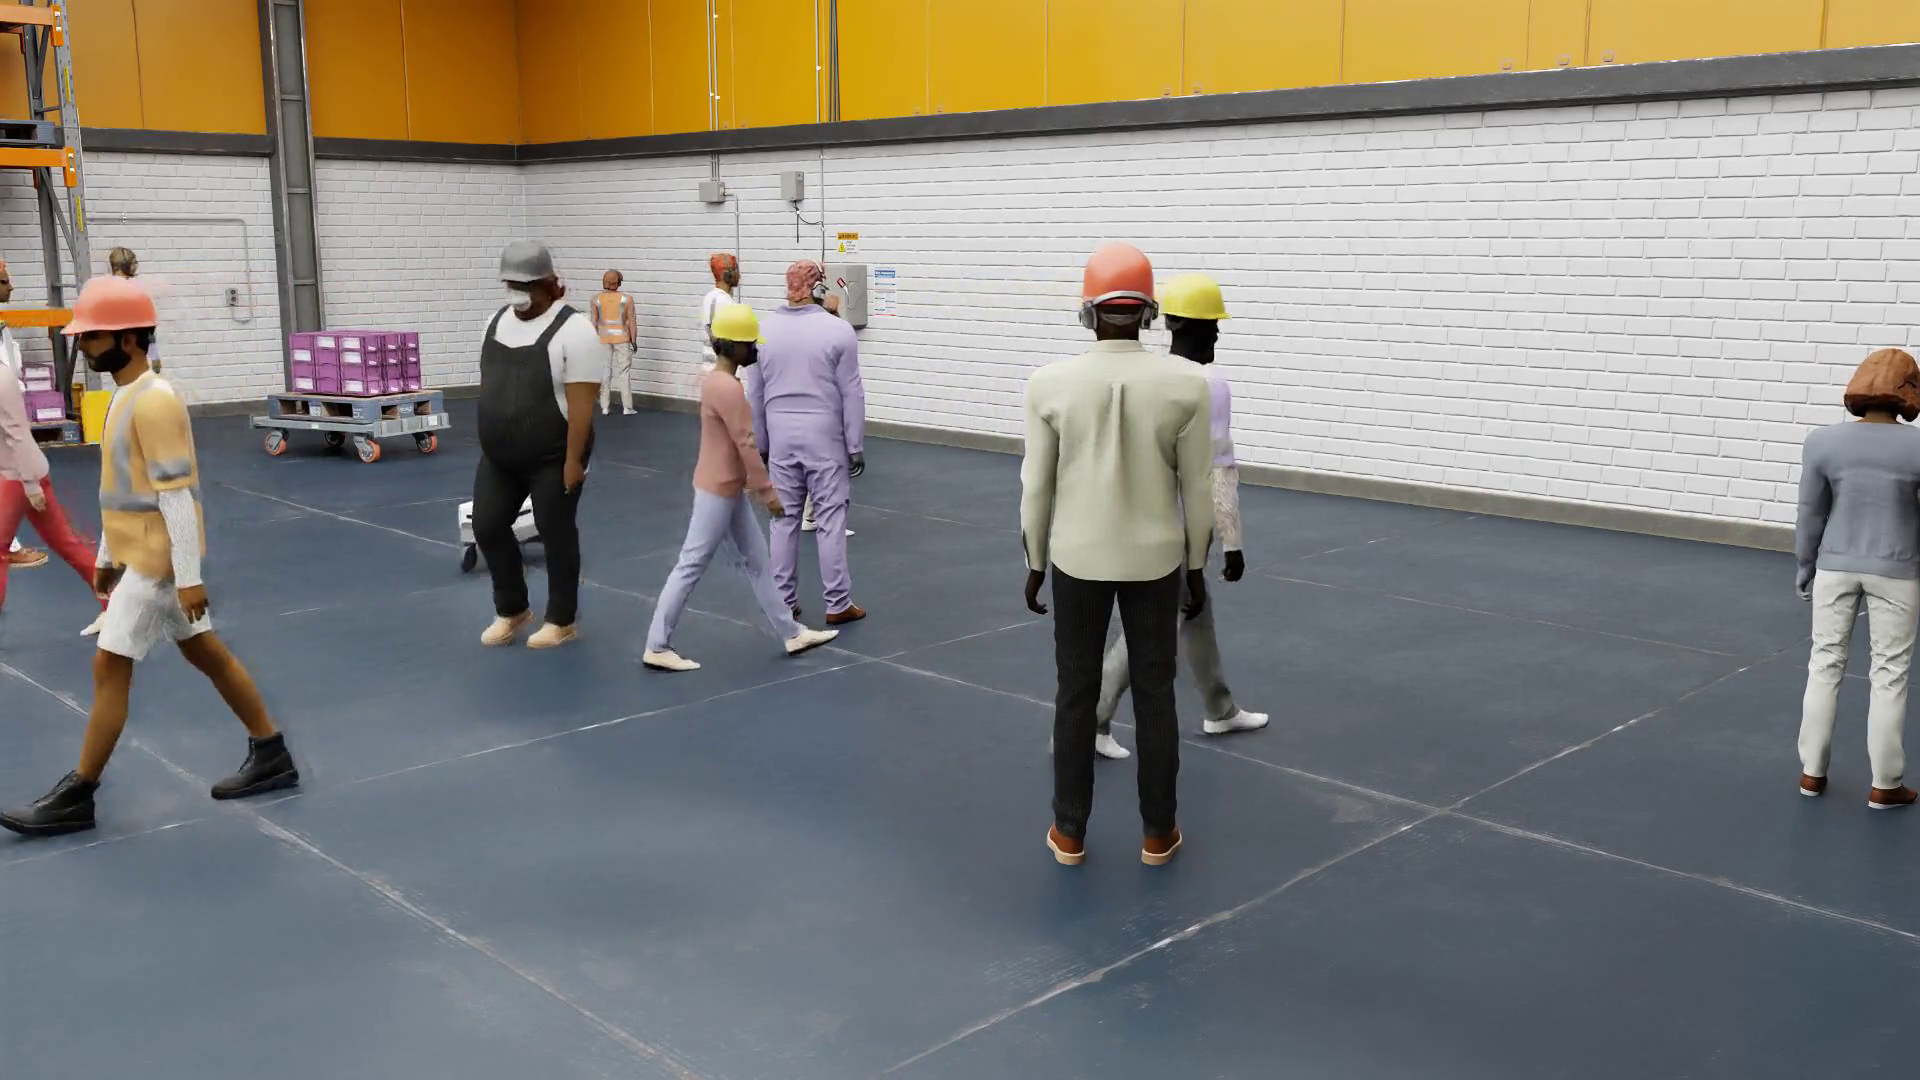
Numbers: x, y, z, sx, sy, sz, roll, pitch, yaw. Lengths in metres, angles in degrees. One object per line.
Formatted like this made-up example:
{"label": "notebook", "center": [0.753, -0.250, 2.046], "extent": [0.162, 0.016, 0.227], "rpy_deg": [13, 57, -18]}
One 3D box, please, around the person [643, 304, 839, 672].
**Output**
{"label": "person", "center": [-1.055, -0.235, 7.726], "extent": [0.947, 1.707, 0.530], "rpy_deg": [-2, 11, -12]}

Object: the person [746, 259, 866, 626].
{"label": "person", "center": [-0.779, -0.502, 8.668], "extent": [0.636, 1.902, 0.404], "rpy_deg": [3, 11, 18]}

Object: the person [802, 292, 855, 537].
{"label": "person", "center": [-0.932, -0.840, 11.217], "extent": [0.314, 1.641, 0.515], "rpy_deg": [-5, 12, -26]}

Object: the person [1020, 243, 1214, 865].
{"label": "person", "center": [0.500, 0.063, 5.321], "extent": [0.615, 1.997, 0.373], "rpy_deg": [1, 10, 4]}

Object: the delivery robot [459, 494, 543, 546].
{"label": "delivery robot", "center": [-2.772, -0.166, 10.248], "extent": [0.477, 0.478, 0.707], "rpy_deg": [3, 11, 15]}

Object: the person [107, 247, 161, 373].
{"label": "person", "center": [-7.466, -1.695, 15.137], "extent": [0.648, 1.908, 0.819], "rpy_deg": [7, 13, 35]}

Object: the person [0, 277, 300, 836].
{"label": "person", "center": [-2.817, 0.042, 5.746], "extent": [0.987, 1.885, 0.566], "rpy_deg": [-7, 12, -32]}

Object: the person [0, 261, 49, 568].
{"label": "person", "center": [-5.902, -0.772, 10.187], "extent": [0.357, 1.881, 0.574], "rpy_deg": [-8, 13, -37]}

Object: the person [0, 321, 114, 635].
{"label": "person", "center": [-4.589, -0.321, 8.184], "extent": [0.884, 1.719, 0.530], "rpy_deg": [-6, 12, -29]}

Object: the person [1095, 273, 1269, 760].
{"label": "person", "center": [0.811, -0.089, 6.467], "extent": [0.980, 1.887, 0.605], "rpy_deg": [-5, 11, -25]}

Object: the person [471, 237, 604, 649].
{"label": "person", "center": [-2.071, -0.459, 8.046], "extent": [0.698, 2.000, 0.573], "rpy_deg": [5, 11, 24]}

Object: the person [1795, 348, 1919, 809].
{"label": "person", "center": [3.229, 0.136, 5.915], "extent": [0.499, 1.633, 0.279], "rpy_deg": [10, 14, 43]}

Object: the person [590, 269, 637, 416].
{"label": "person", "center": [-3.878, -2.207, 18.673], "extent": [0.523, 1.639, 0.306], "rpy_deg": [1, 10, 4]}

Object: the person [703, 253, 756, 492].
{"label": "person", "center": [-1.835, -1.311, 13.142], "extent": [0.380, 1.882, 0.599], "rpy_deg": [-4, 11, -21]}
